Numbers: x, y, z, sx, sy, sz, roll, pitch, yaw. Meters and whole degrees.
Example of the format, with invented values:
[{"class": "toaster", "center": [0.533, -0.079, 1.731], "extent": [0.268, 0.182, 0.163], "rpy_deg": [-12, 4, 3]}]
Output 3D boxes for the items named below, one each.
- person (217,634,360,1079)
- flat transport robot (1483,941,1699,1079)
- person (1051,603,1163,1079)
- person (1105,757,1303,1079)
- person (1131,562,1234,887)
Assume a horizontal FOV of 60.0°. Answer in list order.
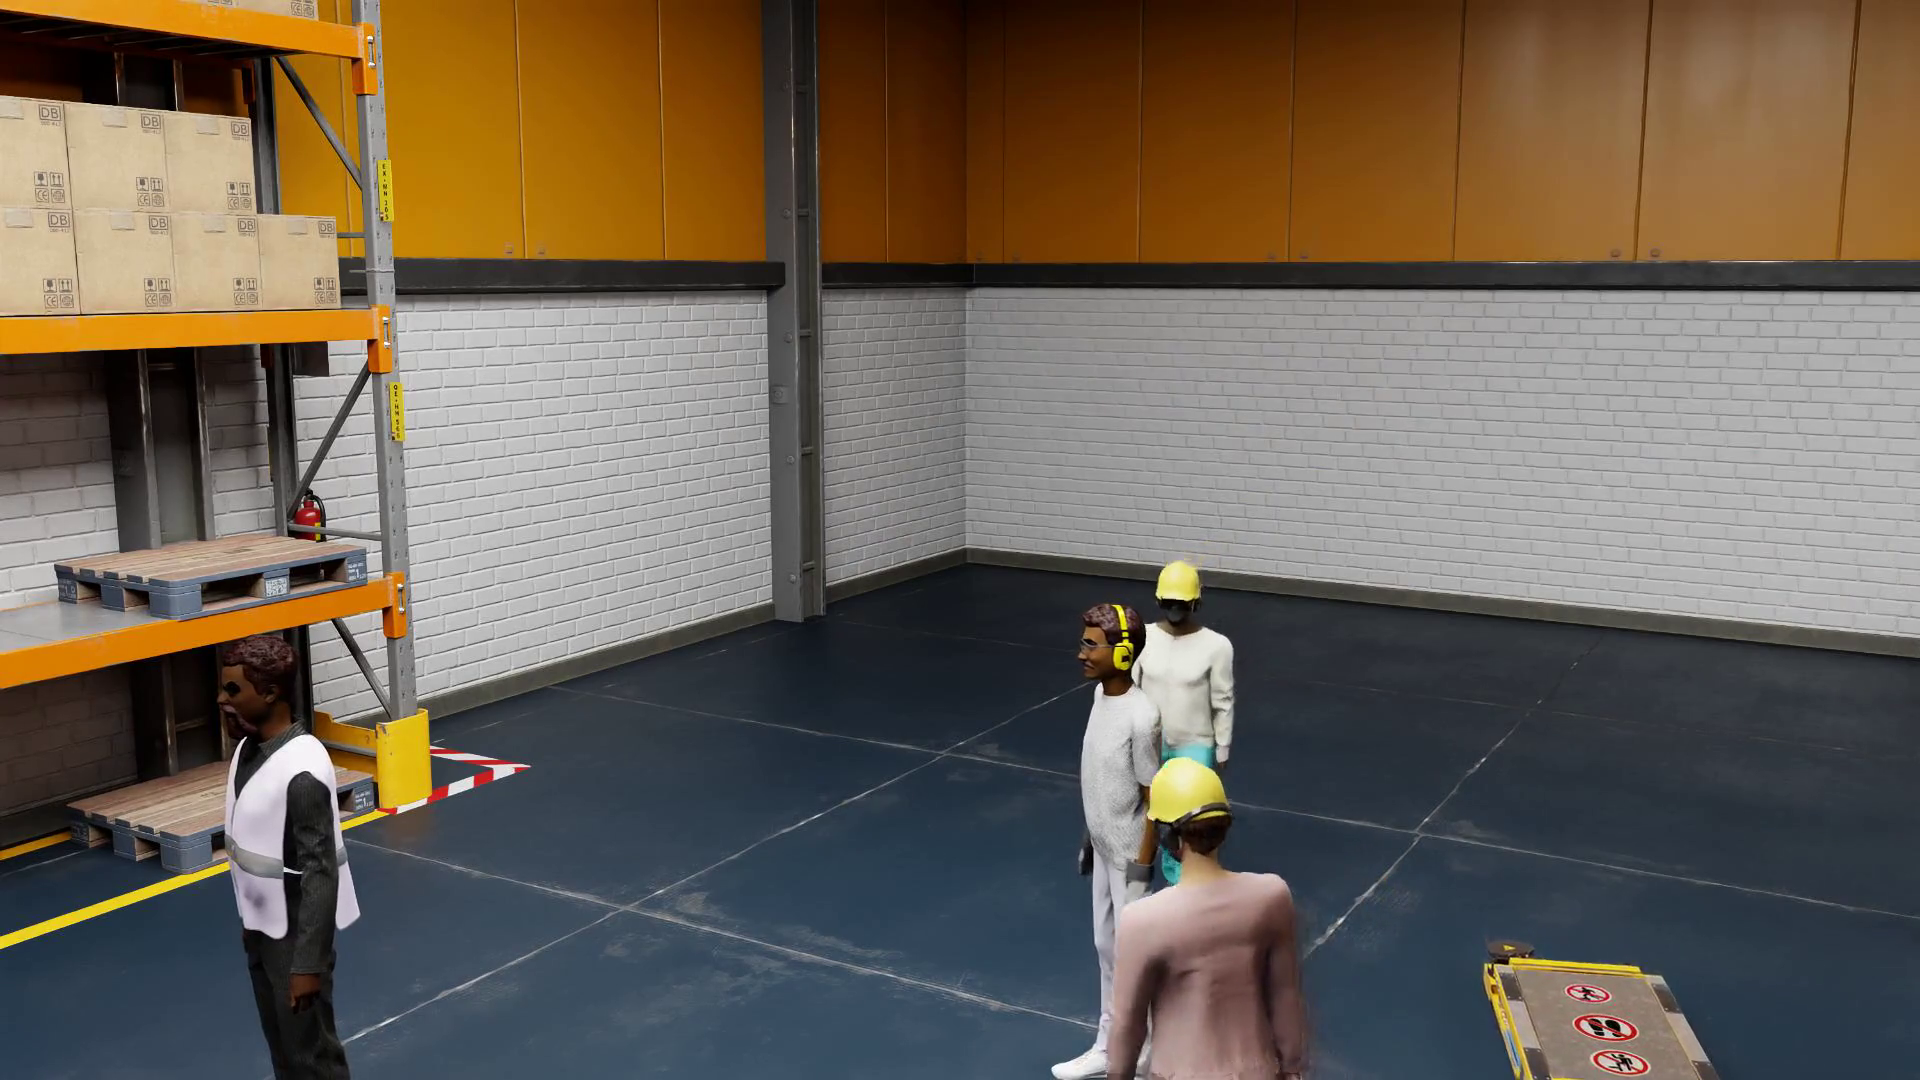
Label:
[{"class": "person", "center": [-2.135, 1.236, 5.290], "extent": [0.388, 1.919, 0.594], "rpy_deg": [-8, 12, -39]}, {"class": "flat transport robot", "center": [2.410, 1.896, 6.291], "extent": [0.652, 0.197, 1.431], "rpy_deg": [2, 9, 10]}, {"class": "person", "center": [0.559, 1.145, 6.007], "extent": [0.336, 1.873, 0.521], "rpy_deg": [-3, 9, -16]}, {"class": "person", "center": [0.641, 1.443, 4.520], "extent": [0.538, 1.733, 0.590], "rpy_deg": [-4, 10, -22]}, {"class": "person", "center": [0.956, 0.961, 7.619], "extent": [0.540, 1.724, 0.887], "rpy_deg": [4, 10, 21]}]
